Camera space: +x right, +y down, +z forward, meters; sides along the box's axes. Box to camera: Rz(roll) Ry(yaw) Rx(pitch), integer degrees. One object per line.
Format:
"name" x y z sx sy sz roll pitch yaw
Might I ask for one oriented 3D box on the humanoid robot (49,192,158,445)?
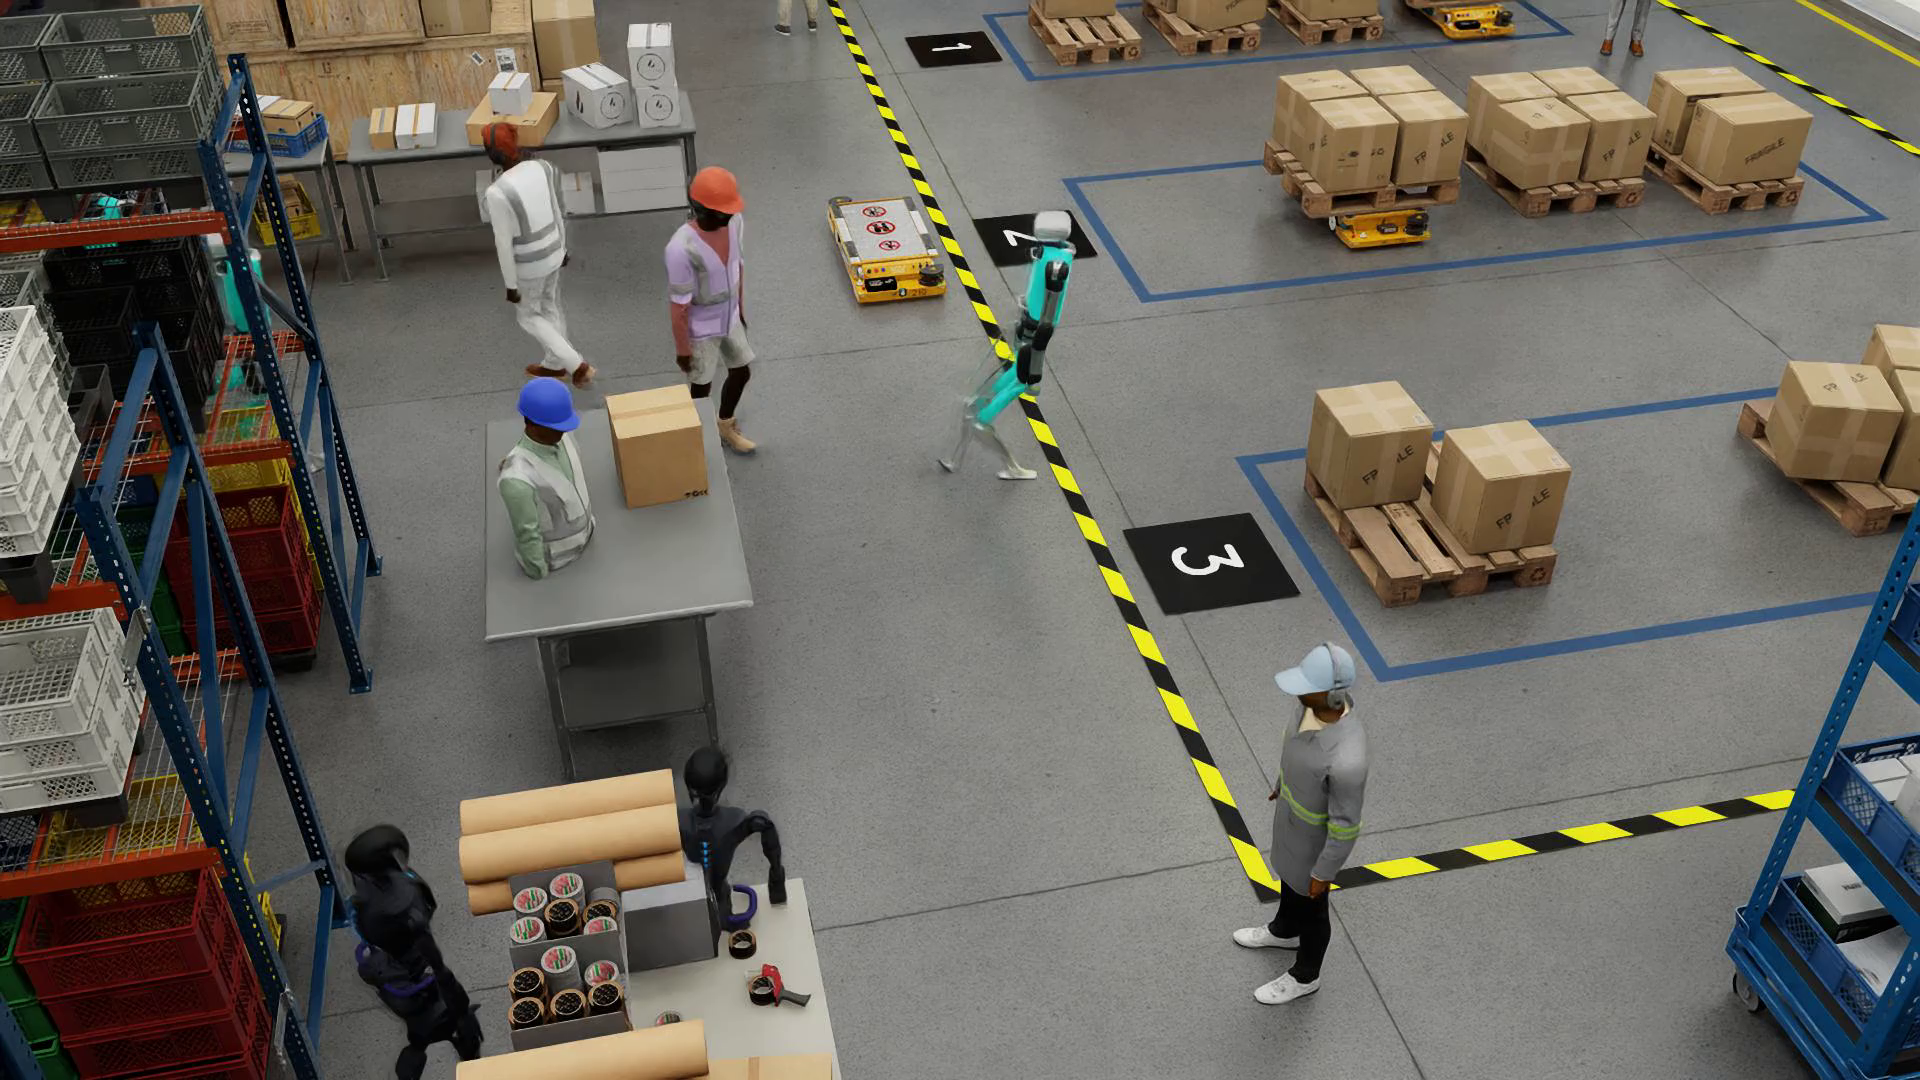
"humanoid robot" -5.082 -1.315 10.004 0.530 1.695 0.736 -5 37 -6

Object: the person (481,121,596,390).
"person" -2.660 -1.762 10.587 0.578 1.861 0.626 16 39 20

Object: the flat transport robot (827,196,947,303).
"flat transport robot" -0.570 -2.220 12.538 0.659 0.231 1.431 -8 37 -10

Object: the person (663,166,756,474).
"person" -1.441 -1.266 9.799 0.494 2.017 0.646 23 43 28

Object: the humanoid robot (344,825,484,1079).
"humanoid robot" -2.050 1.647 6.197 0.598 1.659 0.566 28 45 32

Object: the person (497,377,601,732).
"person" -1.938 0.058 8.080 0.404 1.936 0.602 7 37 9

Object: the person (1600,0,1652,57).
"person" 6.430 -5.479 15.571 0.585 1.879 0.385 7 37 9

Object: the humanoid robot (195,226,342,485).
"humanoid robot" -4.277 -0.971 9.660 1.047 1.757 0.556 -18 40 -23

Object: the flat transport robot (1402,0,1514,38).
"flat transport robot" 4.980 -5.441 16.843 0.652 0.197 1.431 -8 37 -10

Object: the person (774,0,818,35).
"person" -1.621 -5.778 16.062 0.560 1.769 0.400 -14 39 -18

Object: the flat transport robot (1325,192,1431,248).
"flat transport robot" 3.134 -2.740 13.213 0.652 0.197 1.431 -8 37 -10

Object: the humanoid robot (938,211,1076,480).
"humanoid robot" 0.210 -1.051 9.809 0.893 1.846 0.554 -1 37 -1

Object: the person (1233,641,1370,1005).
"person" 1.369 1.140 6.695 0.390 1.850 0.599 -4 37 -6

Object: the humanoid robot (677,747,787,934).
"humanoid robot" -0.954 1.510 6.346 0.612 1.635 0.478 -4 37 -6
